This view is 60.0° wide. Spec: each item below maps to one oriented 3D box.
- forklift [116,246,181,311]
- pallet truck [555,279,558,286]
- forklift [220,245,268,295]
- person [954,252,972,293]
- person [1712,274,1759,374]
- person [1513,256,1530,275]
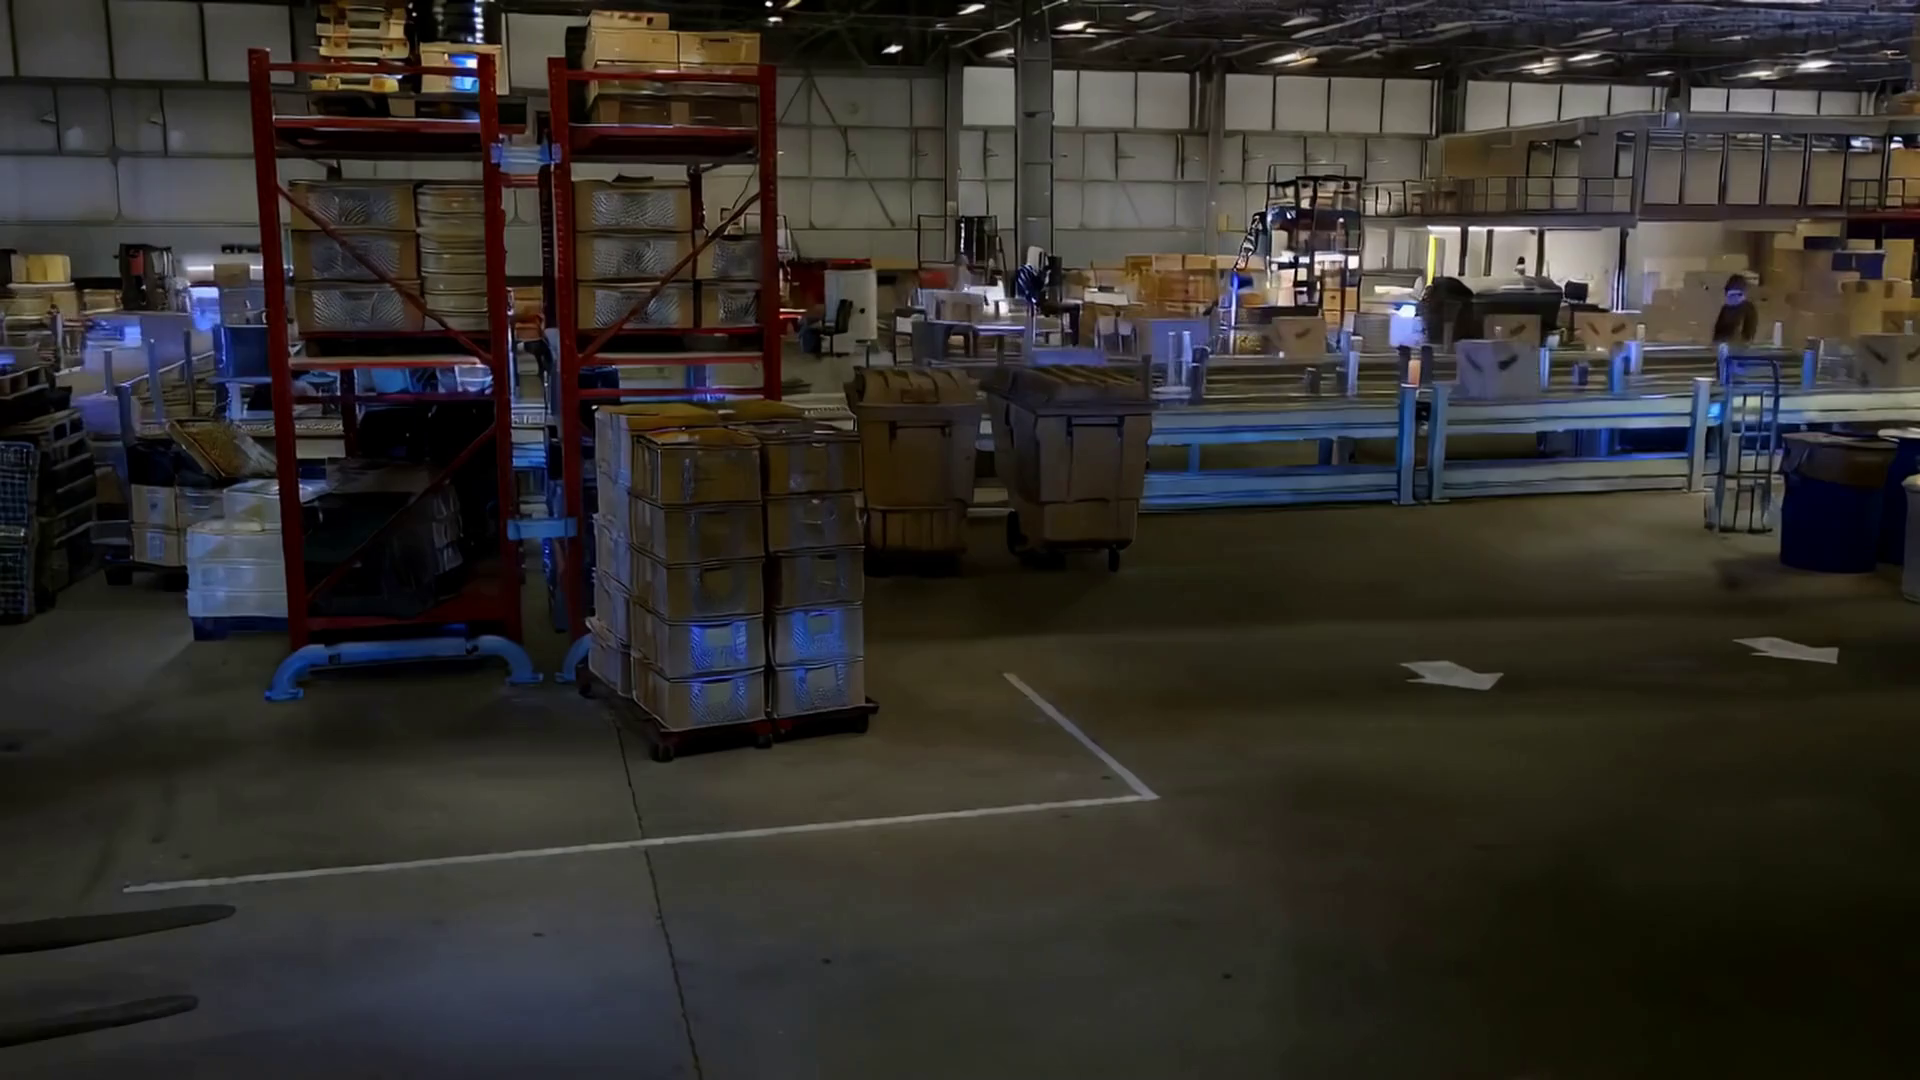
[{"bbox_3d":[-19.966,-6.232,40.894,1.157,1.987,2.680,-3,10,-15],"label":"forklift"},{"bbox_3d":[-10.604,-6.375,44.520,0.653,1.274,1.630,-3,10,-15],"label":"pallet truck"},{"bbox_3d":[-17.749,-6.334,41.440,1.157,1.987,2.680,-3,10,-17],"label":"forklift"},{"bbox_3d":[0.109,-5.634,38.393,1.059,1.986,0.616,3,10,17],"label":"person"},{"bbox_3d":[8.726,-2.081,18.729,0.521,1.818,0.613,-1,10,-4],"label":"person"},{"bbox_3d":[16.708,-7.540,49.579,0.517,1.843,0.326,-1,10,-5],"label":"person"}]
